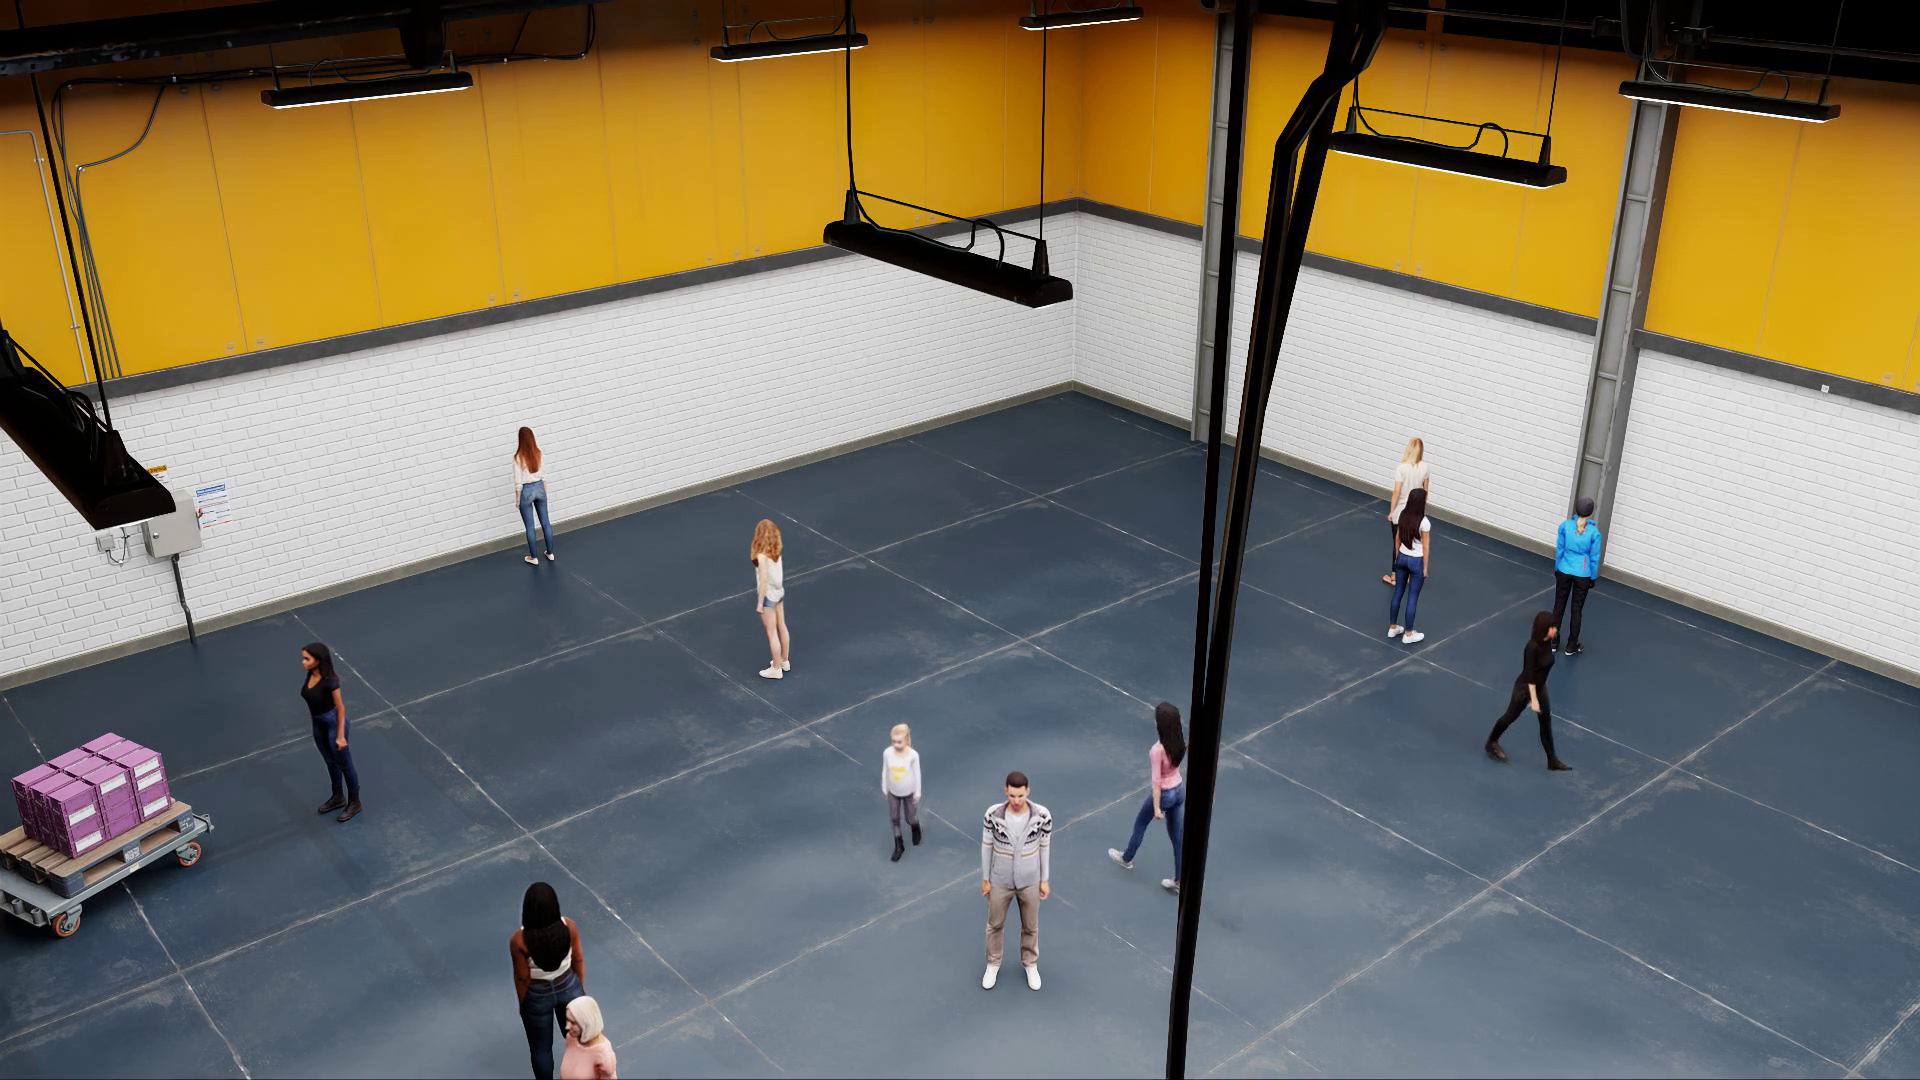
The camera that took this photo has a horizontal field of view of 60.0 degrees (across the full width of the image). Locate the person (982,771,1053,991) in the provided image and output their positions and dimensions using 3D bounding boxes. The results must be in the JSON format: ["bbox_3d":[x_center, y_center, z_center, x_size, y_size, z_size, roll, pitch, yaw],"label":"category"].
[{"bbox_3d":[0.423,2.568,12.721,0.762,1.862,0.800,0,24,0],"label":"person"}]

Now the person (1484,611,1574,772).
[{"bbox_3d":[5.300,1.407,15.703,0.575,1.599,1.050,-20,30,-38],"label":"person"}]

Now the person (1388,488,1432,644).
[{"bbox_3d":[4.901,0.263,18.103,0.668,1.774,0.473,-15,28,-31],"label":"person"}]

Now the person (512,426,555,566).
[{"bbox_3d":[-5.151,-0.547,20.014,0.578,1.728,0.493,-18,29,-35],"label":"person"}]

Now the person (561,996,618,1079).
[{"bbox_3d":[-2.320,3.595,10.542,0.533,1.725,0.704,17,29,34],"label":"person"}]

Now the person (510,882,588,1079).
[{"bbox_3d":[-2.812,3.140,11.478,0.702,1.810,0.685,-11,26,-23],"label":"person"}]

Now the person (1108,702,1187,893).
[{"bbox_3d":[1.774,2.164,13.829,0.613,1.714,1.014,-20,31,-39],"label":"person"}]

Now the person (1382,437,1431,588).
[{"bbox_3d":[5.228,-0.331,19.397,0.690,1.826,0.686,-5,24,-11],"label":"person"}]

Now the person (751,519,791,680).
[{"bbox_3d":[-1.951,0.609,17.330,0.629,1.759,0.633,11,26,23],"label":"person"}]

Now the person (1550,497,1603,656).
[{"bbox_3d":[6.578,0.376,17.815,0.524,1.797,0.714,18,29,35],"label":"person"}]

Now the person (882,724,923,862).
[{"bbox_3d":[-0.489,2.141,14.432,0.671,1.272,0.713,6,24,14],"label":"person"}]

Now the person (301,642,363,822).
[{"bbox_3d":[-5.631,1.688,14.888,0.554,1.738,0.680,16,28,32],"label":"person"}]
